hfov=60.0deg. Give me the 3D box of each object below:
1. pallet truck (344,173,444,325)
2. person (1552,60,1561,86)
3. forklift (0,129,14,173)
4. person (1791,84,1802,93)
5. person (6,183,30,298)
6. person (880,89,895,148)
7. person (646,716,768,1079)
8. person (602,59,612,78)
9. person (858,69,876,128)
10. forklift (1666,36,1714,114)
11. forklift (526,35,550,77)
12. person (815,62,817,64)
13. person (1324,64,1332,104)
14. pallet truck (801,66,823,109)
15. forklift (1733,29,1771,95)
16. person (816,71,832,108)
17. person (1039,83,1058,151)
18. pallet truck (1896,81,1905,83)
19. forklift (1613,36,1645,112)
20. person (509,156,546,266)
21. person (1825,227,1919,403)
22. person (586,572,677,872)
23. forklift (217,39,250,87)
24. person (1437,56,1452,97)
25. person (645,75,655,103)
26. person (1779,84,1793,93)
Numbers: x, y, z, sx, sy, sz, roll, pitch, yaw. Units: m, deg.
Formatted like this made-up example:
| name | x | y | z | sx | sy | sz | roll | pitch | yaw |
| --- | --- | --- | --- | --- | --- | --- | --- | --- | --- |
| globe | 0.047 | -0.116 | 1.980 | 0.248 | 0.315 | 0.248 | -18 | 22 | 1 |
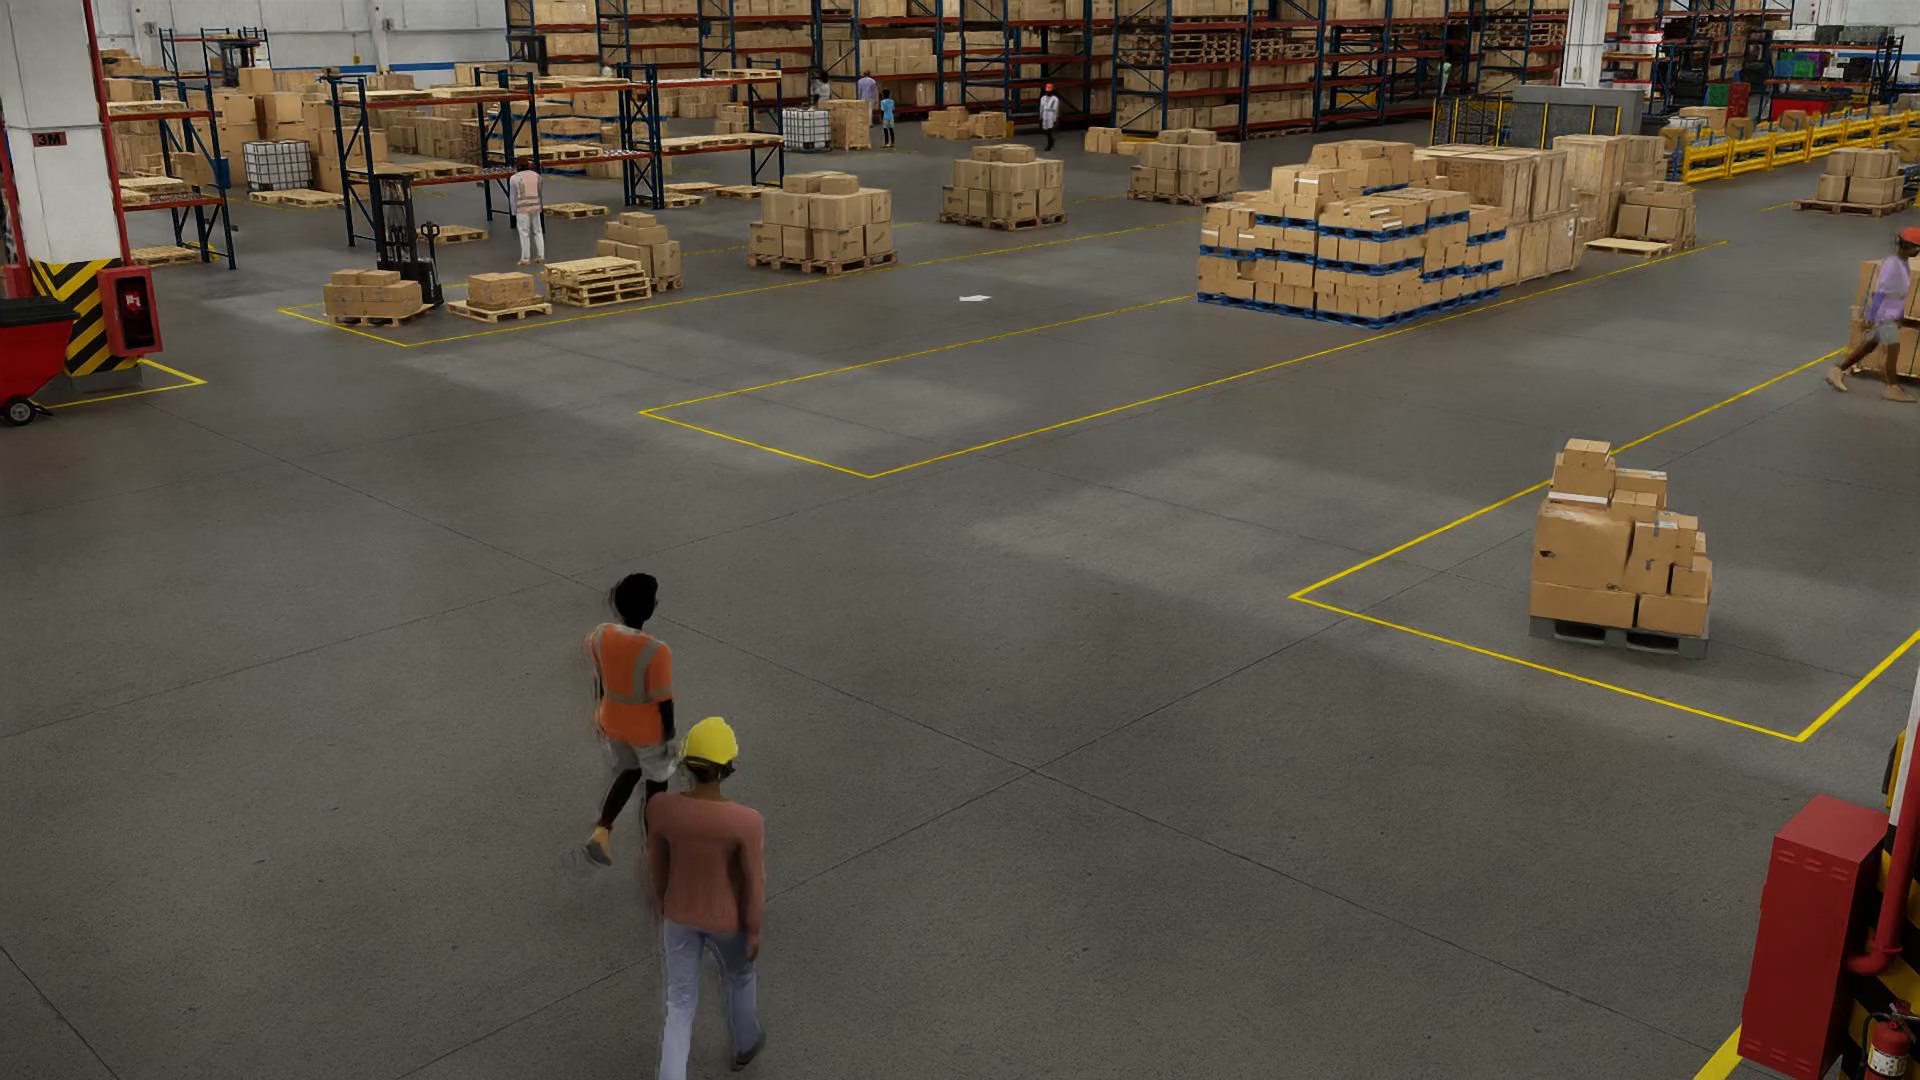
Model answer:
| name | x | y | z | sx | sy | sz | roll | pitch | yaw |
| --- | --- | --- | --- | --- | --- | --- | --- | --- | --- |
| pallet truck | -8.209 | -4.181 | 23.757 | 0.823 | 1.965 | 1.885 | 3 | 19 | 9 |
| person | 22.907 | -17.353 | 63.579 | 0.642 | 1.913 | 0.409 | -2 | 18 | -6 |
| forklift | -24.026 | -10.894 | 42.605 | 1.129 | 2.768 | 1.873 | 17 | 25 | 41 |
| person | 31.464 | -17.052 | 62.657 | 0.663 | 1.921 | 0.610 | -4 | 19 | -13 |
| person | -13.610 | -4.285 | 24.319 | 0.930 | 1.834 | 0.582 | -11 | 21 | -29 |
| person | -2.145 | -12.435 | 49.102 | 0.322 | 1.690 | 0.538 | 17 | 25 | 42 |
| person | -1.055 | 1.566 | 6.860 | 0.525 | 1.733 | 0.861 | 3 | 19 | 9 |
| person | -13.532 | -17.424 | 63.727 | 0.636 | 1.949 | 0.691 | -14 | 23 | -36 |
| person | -3.119 | -14.886 | 56.110 | 0.634 | 1.940 | 0.376 | 4 | 19 | 13 |
| forklift | 27.341 | -17.291 | 61.877 | 1.129 | 2.768 | 1.873 | 17 | 25 | 41 |
| forklift | -16.117 | -17.897 | 63.701 | 1.873 | 2.768 | 1.129 | 6 | 19 | 18 |
| person | -6.043 | -19.154 | 69.501 | 0.877 | 1.592 | 0.522 | -16 | 24 | -40 |
| person | 15.080 | -18.522 | 67.535 | 0.380 | 1.616 | 0.512 | 13 | 23 | 35 |
| pallet truck | -4.812 | -15.182 | 56.903 | 0.823 | 1.965 | 1.885 | -9 | 21 | -26 |
| forklift | 34.648 | -20.832 | 72.545 | 1.129 | 2.768 | 1.873 | 2 | 18 | 7 |
| person | -4.402 | -14.287 | 54.281 | 0.523 | 1.945 | 0.642 | 16 | 24 | 39 |
| person | 2.594 | -12.257 | 48.215 | 0.561 | 1.917 | 0.607 | 11 | 21 | 29 |
| pallet truck | 34.802 | -16.331 | 61.455 | 0.653 | 1.274 | 1.630 | 17 | 25 | 41 |
| forklift | 25.034 | -17.516 | 62.554 | 1.129 | 2.768 | 1.873 | 17 | 25 | 41 |
| person | -7.356 | -5.578 | 28.233 | 0.431 | 1.835 | 0.624 | 16 | 24 | 39 |
| person | 10.555 | -2.605 | 19.054 | 1.013 | 1.987 | 0.663 | 16 | 24 | 40 |
| person | -1.714 | 0.988 | 8.668 | 0.553 | 1.680 | 0.465 | 11 | 21 | 30 |
| forklift | -25.669 | -16.358 | 59.066 | 1.873 | 2.768 | 1.129 | 17 | 25 | 41 |
| person | 20.474 | -19.481 | 70.165 | 0.594 | 1.788 | 0.974 | 13 | 22 | 35 |
| person | -9.885 | -13.996 | 53.457 | 0.383 | 1.916 | 0.591 | 8 | 20 | 23 |
| person | 29.392 | -15.762 | 59.191 | 0.863 | 1.655 | 0.540 | -3 | 19 | -8 |
